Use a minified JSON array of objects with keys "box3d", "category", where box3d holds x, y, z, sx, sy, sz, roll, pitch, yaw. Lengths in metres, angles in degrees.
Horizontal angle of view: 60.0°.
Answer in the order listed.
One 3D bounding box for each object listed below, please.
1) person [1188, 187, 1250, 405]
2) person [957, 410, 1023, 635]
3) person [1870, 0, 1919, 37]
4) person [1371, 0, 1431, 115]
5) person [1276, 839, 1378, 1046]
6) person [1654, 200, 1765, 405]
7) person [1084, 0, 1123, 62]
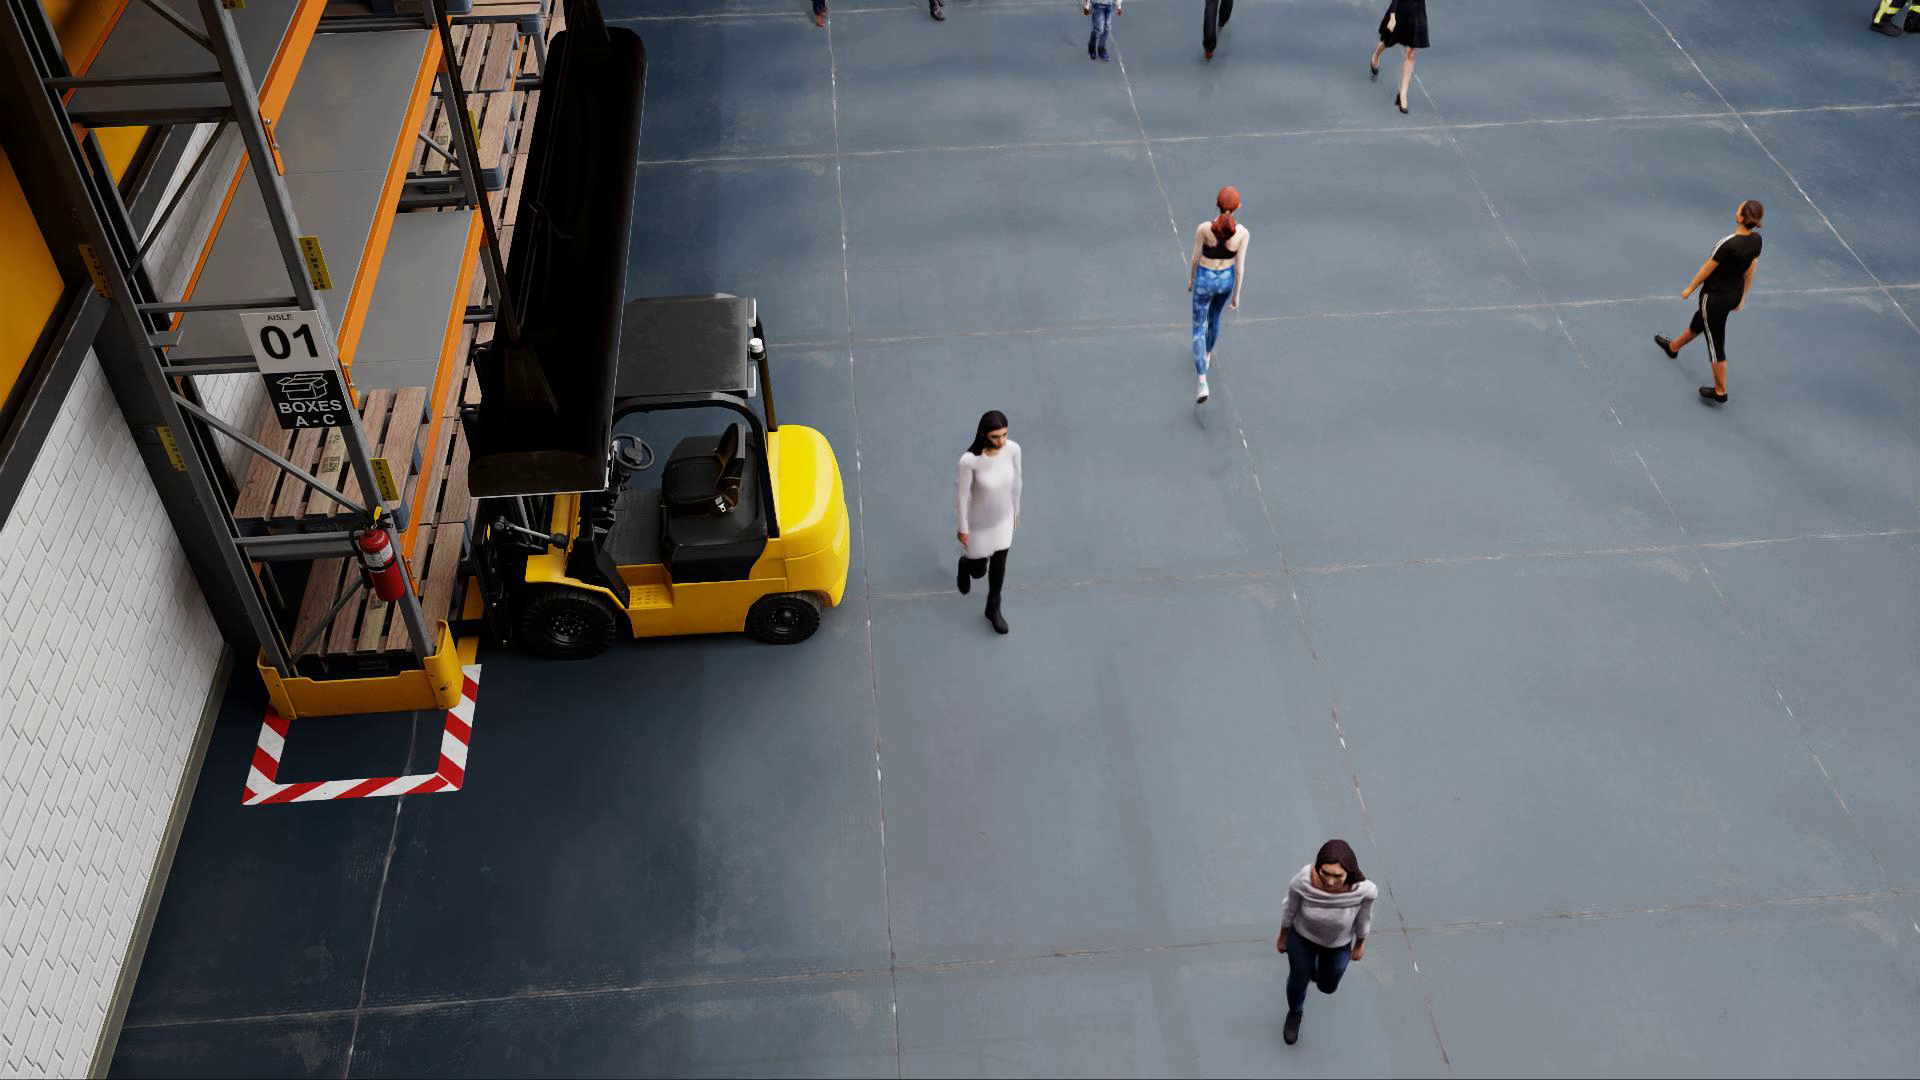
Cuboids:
[{"box3d":[1.947,-1.863,12.805,0.611,1.758,1.133,0,44,0],"category":"person"},{"box3d":[0.157,-0.178,11.008,0.776,1.799,0.918,-17,46,-17],"category":"person"},{"box3d":[9.930,-6.130,17.252,1.067,1.803,1.012,27,50,26],"category":"person"},{"box3d":[4.318,-5.146,16.291,0.655,1.705,1.178,-7,44,-7],"category":"person"},{"box3d":[1.909,2.050,8.801,0.749,1.616,0.862,9,44,10],"category":"person"},{"box3d":[5.924,-1.807,12.847,0.862,1.620,1.199,-18,47,-18],"category":"person"},{"box3d":[1.441,-5.552,17.046,0.560,1.250,0.584,-18,46,-18],"category":"person"}]
